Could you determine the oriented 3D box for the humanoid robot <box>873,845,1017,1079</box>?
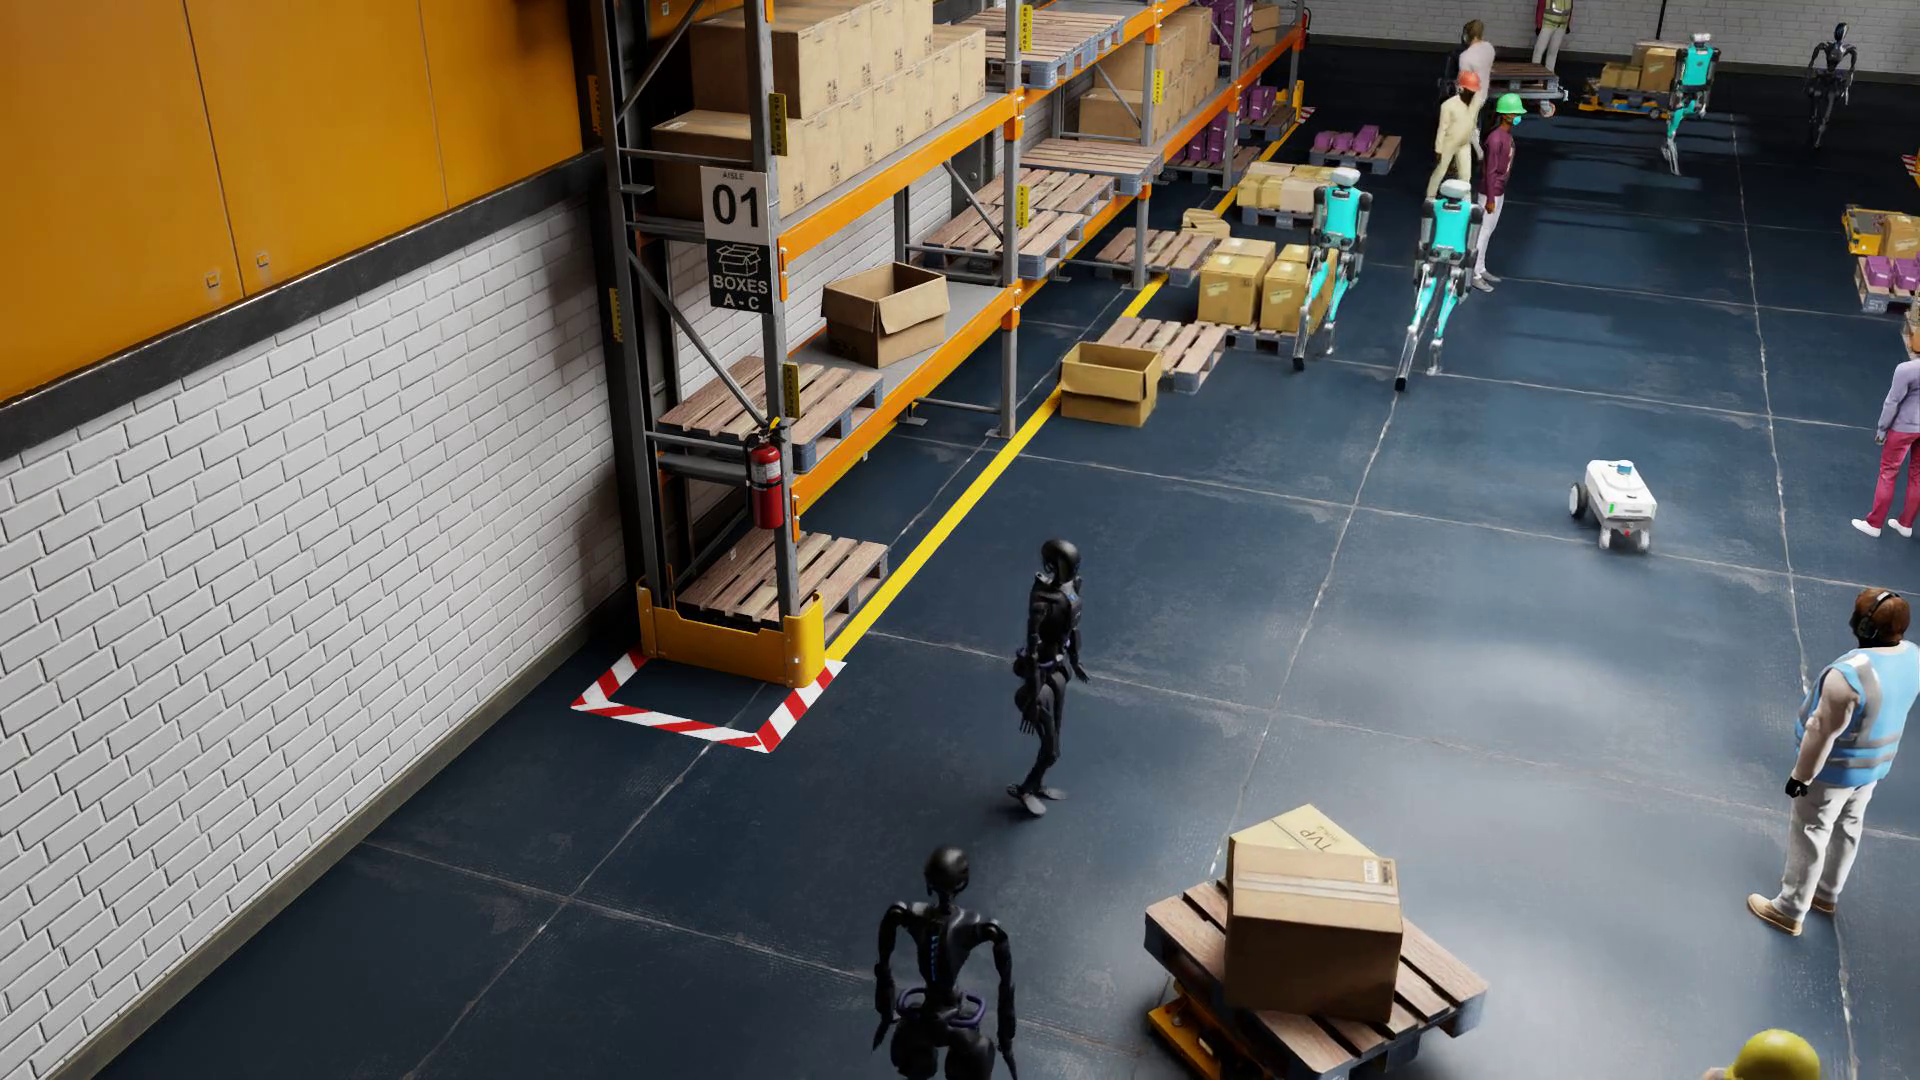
[{"bbox_3d":[-0.073,1.949,6.444,0.611,1.645,0.483,7,28,14],"label":"humanoid robot"}]

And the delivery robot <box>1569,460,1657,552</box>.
[{"bbox_3d":[4.746,-0.287,11.986,0.499,0.586,0.772,2,27,5],"label":"delivery robot"}]

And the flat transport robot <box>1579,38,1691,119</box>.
[{"bbox_3d":[9.697,-6.259,23.890,1.431,0.231,0.659,13,30,24],"label":"flat transport robot"}]

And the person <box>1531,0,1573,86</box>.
[{"bbox_3d":[8.967,-7.776,25.119,0.623,1.844,0.431,-8,28,-16],"label":"person"}]

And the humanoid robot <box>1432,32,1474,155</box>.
[{"bbox_3d":[6.396,-5.669,21.231,0.613,1.634,0.601,-7,28,-14],"label":"humanoid robot"}]

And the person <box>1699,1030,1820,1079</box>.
[{"bbox_3d":[2.592,2.319,5.474,0.659,1.904,0.581,-13,30,-23],"label":"person"}]

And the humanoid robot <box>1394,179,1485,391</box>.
[{"bbox_3d":[4.066,-2.138,14.310,0.533,1.761,0.988,15,31,27],"label":"humanoid robot"}]

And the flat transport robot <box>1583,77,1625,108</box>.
[{"bbox_3d":[9.612,-6.540,24.437,0.659,0.231,1.431,5,28,9],"label":"flat transport robot"}]

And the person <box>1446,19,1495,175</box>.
[{"bbox_3d":[6.291,-5.401,20.432,0.651,1.921,0.495,-21,34,-35],"label":"person"}]

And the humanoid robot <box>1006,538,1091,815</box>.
[{"bbox_3d":[0.468,0.713,8.841,0.336,1.647,0.598,14,30,25],"label":"humanoid robot"}]

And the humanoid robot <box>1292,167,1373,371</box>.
[{"bbox_3d":[3.217,-2.336,14.725,0.530,1.776,1.006,15,31,27],"label":"humanoid robot"}]

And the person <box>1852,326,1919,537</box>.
[{"bbox_3d":[6.734,-0.778,11.777,0.498,1.629,0.288,-2,27,-4],"label":"person"}]

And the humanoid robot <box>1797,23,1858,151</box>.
[{"bbox_3d":[11.350,-5.946,21.800,0.613,1.620,0.788,15,31,26],"label":"humanoid robot"}]

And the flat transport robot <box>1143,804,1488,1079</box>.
[{"bbox_3d":[1.637,2.104,7.670,1.431,0.231,0.659,-15,31,-27],"label":"flat transport robot"}]

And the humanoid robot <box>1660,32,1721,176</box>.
[{"bbox_3d":[9.063,-5.535,20.947,0.533,1.788,1.017,0,27,0],"label":"humanoid robot"}]

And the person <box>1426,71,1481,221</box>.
[{"bbox_3d":[5.645,-4.460,18.846,0.581,1.693,0.823,-11,29,-20],"label":"person"}]

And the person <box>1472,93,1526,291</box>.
[{"bbox_3d":[5.353,-3.507,16.719,0.418,1.953,0.488,15,31,27],"label":"person"}]

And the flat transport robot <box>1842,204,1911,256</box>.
[{"bbox_3d":[10.136,-3.387,18.321,0.659,0.231,1.431,10,29,19],"label":"flat transport robot"}]

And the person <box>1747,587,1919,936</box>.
[{"bbox_3d":[4.222,1.061,7.992,0.628,1.837,0.429,-14,30,-25],"label":"person"}]
